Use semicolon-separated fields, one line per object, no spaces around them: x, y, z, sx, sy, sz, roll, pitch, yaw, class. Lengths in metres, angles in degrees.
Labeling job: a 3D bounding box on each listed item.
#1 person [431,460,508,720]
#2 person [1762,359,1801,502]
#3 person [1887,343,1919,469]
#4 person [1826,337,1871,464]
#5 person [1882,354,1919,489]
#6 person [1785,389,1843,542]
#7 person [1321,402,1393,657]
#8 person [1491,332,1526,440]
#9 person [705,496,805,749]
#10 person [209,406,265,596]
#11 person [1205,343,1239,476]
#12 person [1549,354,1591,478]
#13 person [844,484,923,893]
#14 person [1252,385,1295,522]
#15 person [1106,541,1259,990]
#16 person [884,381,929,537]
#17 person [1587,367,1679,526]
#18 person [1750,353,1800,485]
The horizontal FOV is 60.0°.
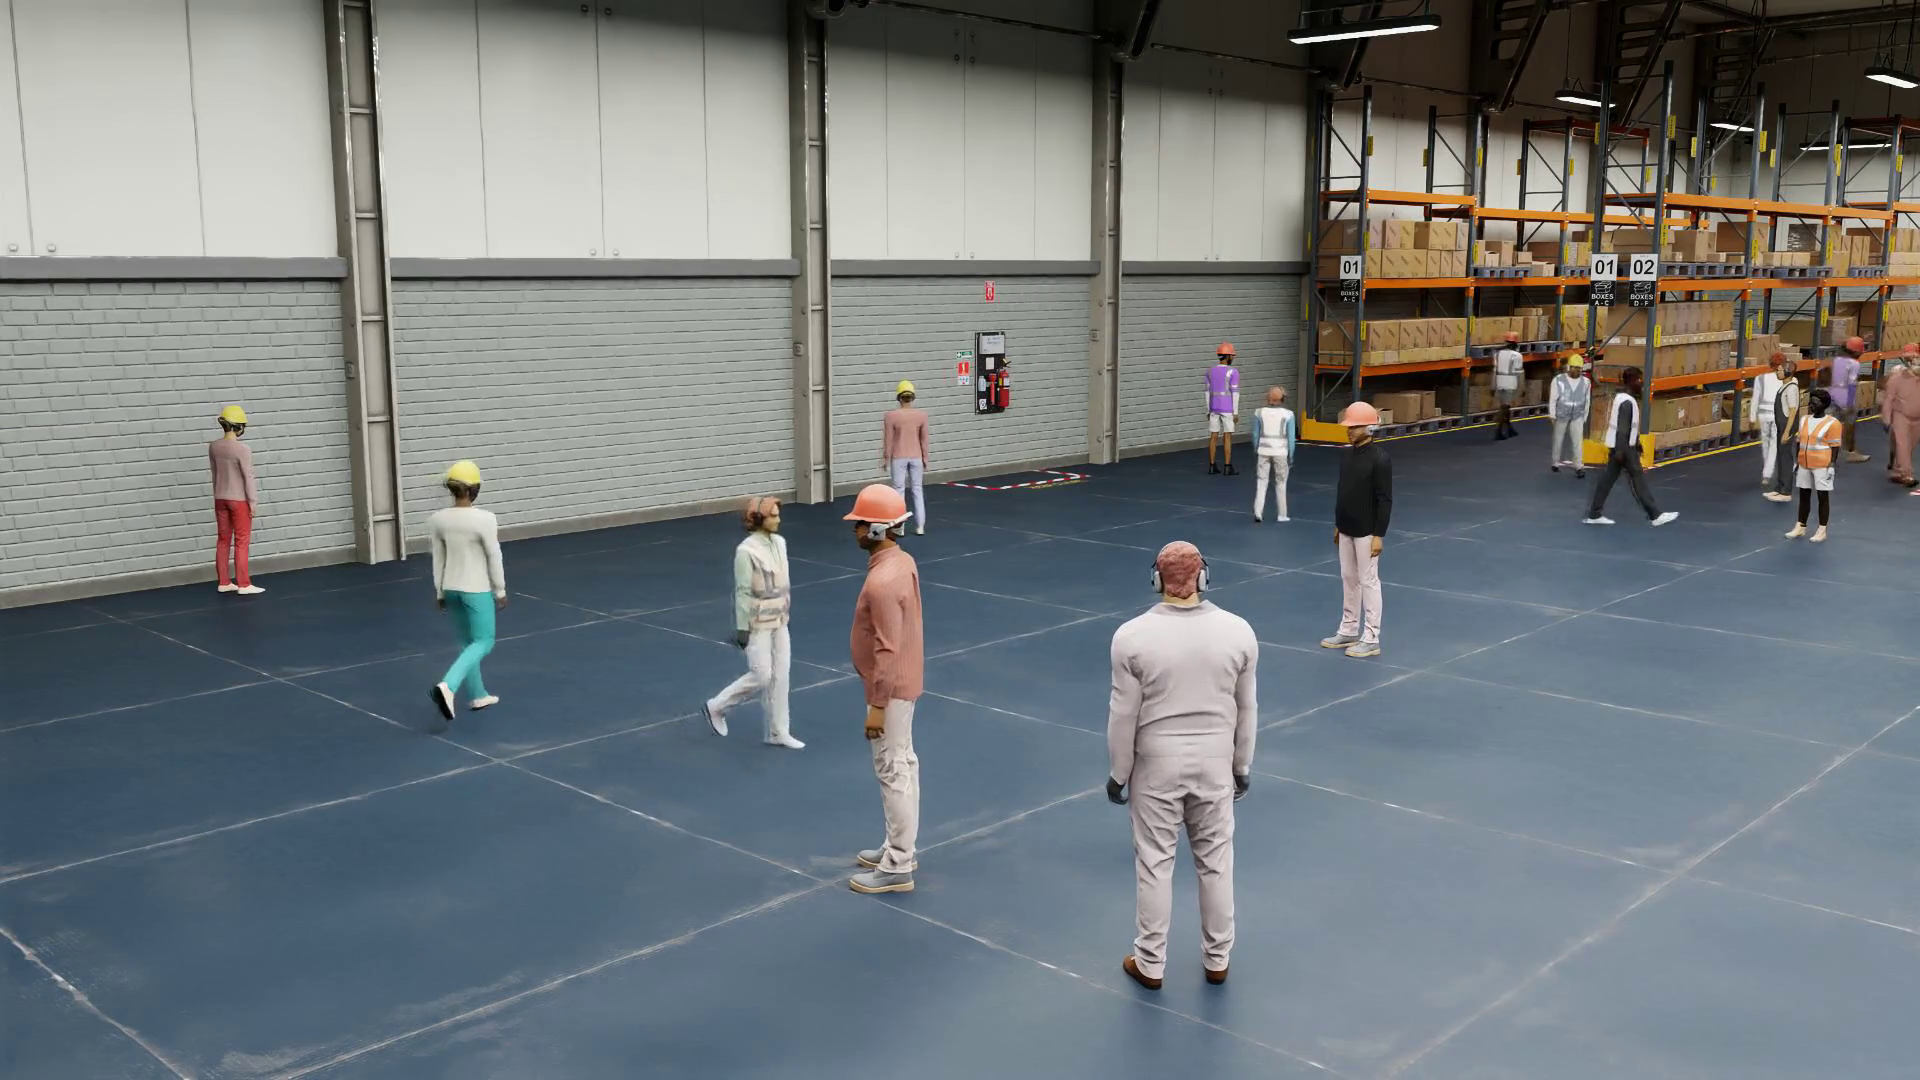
-3.348;0.338;11.170;0.531;1.745;0.682;4;10;25;person
10.690;-1.415;21.574;0.349;1.846;0.506;3;10;17;person
14.128;-1.981;24.799;0.558;1.915;0.489;6;11;34;person
13.594;-2.117;25.471;0.928;1.967;0.610;-3;10;-18;person
13.141;-1.640;22.939;0.666;1.837;1.013;0;9;3;person
9.476;-0.825;18.427;0.322;1.697;0.532;-4;10;-23;person
3.120;-0.089;13.036;0.389;1.991;0.622;-3;10;-20;person
9.733;-2.711;29.315;0.936;1.893;0.565;-6;11;-34;person
-1.283;0.518;10.476;0.568;1.621;0.520;4;10;23;person
-6.716;-0.365;15.442;0.522;1.763;0.334;4;10;24;person
3.843;-1.908;24.306;0.547;1.934;0.375;8;12;41;person
8.837;-1.800;24.133;0.604;1.783;0.948;1;9;6;person
-0.367;0.718;8.114;0.383;1.996;0.609;1;9;7;person
3.727;-1.012;19.779;0.518;1.650;0.326;5;10;26;person
0.923;0.947;7.012;0.638;1.902;0.406;-1;9;-7;person
-0.613;-0.912;18.755;0.533;1.765;0.331;-4;10;-21;person
7.904;-1.085;19.491;1.015;1.869;0.601;2;10;14;person
11.440;-1.699;23.345;0.595;1.833;0.987;8;12;39;person
